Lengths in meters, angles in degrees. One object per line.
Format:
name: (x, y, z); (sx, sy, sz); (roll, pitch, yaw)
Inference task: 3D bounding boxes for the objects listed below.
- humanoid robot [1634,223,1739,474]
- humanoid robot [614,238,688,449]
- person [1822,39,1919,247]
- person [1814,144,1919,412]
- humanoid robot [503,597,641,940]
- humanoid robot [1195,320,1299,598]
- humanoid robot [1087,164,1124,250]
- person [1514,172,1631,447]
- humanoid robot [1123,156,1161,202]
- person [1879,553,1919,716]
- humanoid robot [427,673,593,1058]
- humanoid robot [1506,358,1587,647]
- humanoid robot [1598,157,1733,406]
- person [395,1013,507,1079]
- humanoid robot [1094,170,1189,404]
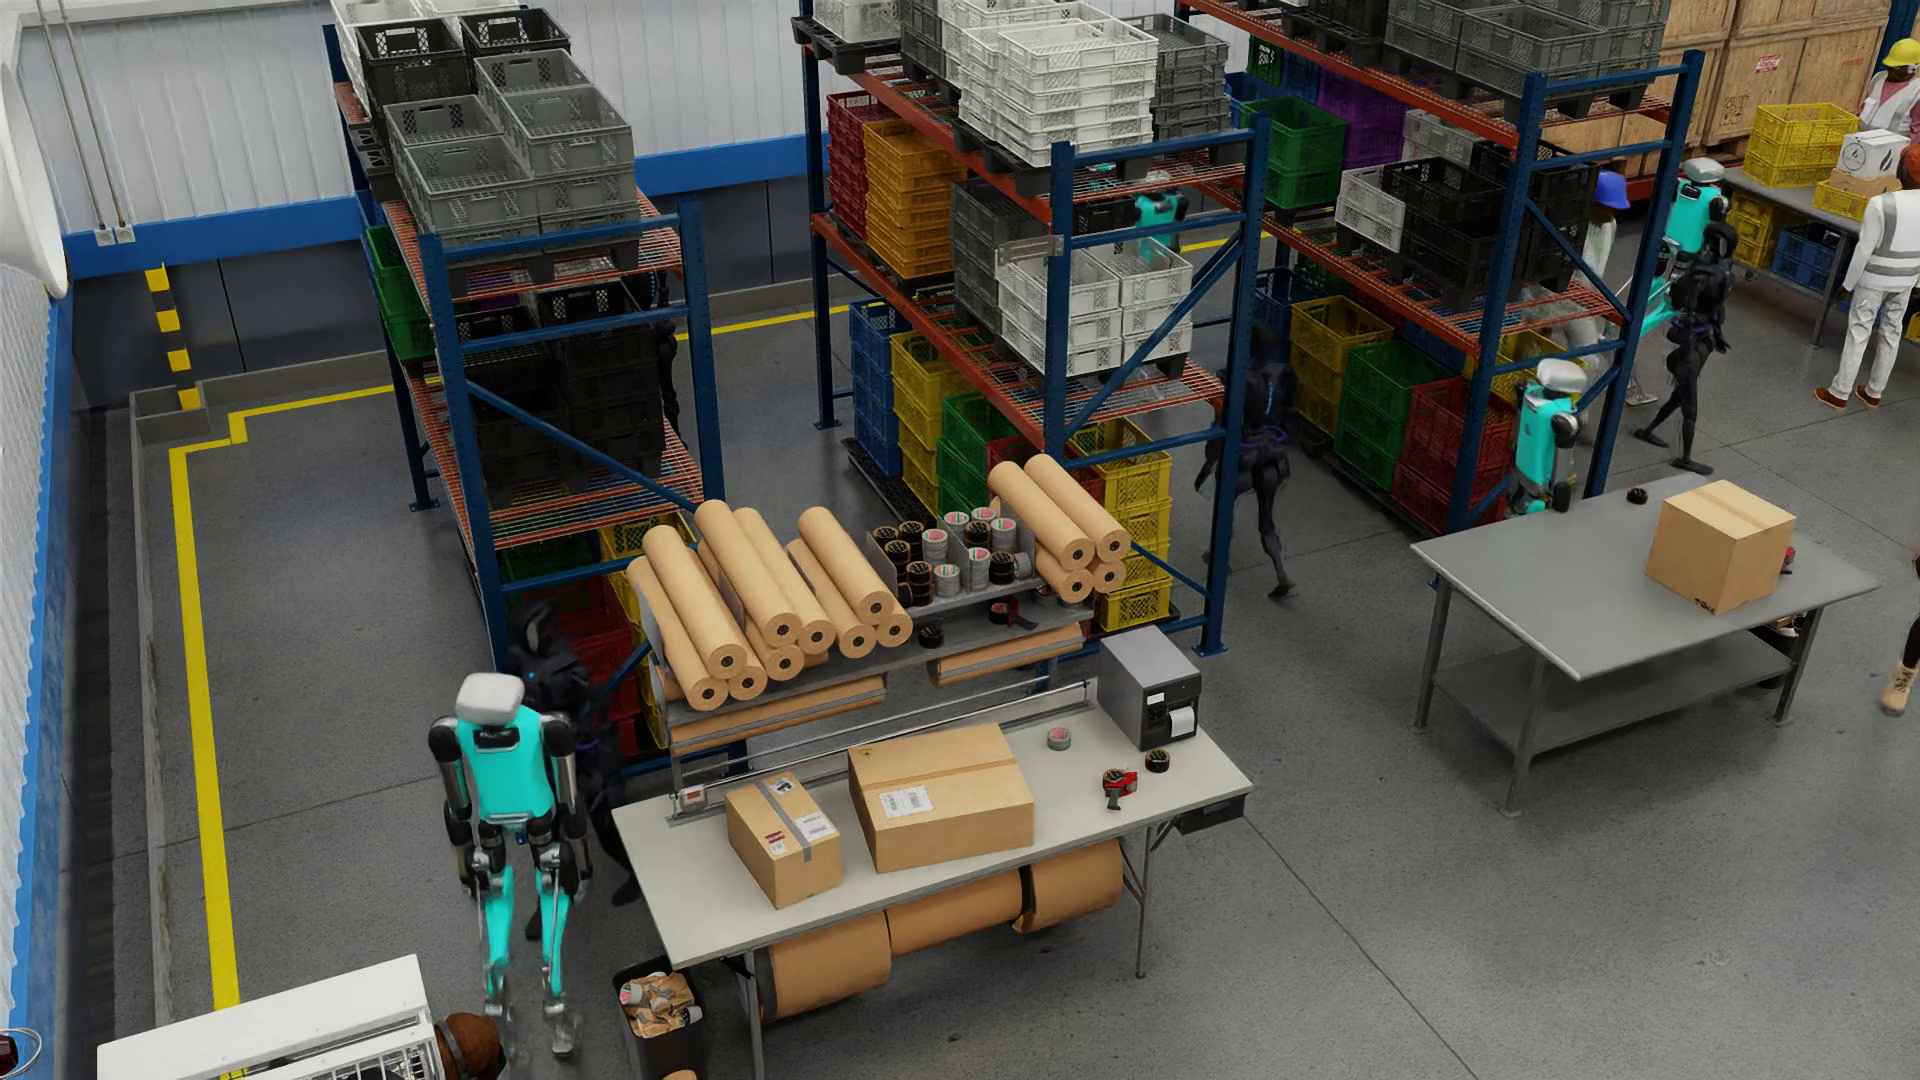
humanoid robot: (4.784, -1.266, 10.709); (0.615, 1.638, 0.609); (27, 40, 36)
humanoid robot: (-2.036, -1.278, 10.689); (0.315, 1.657, 0.599); (19, 36, 28)
person: (7.570, -3.217, 13.714); (0.403, 1.821, 0.588); (-13, 34, -20)
person: (6.270, -1.756, 11.280); (0.572, 1.886, 0.354); (-1, 32, -2)
humanoid robot: (-1.657, 0.971, 7.081); (0.625, 1.635, 0.608); (17, 36, 26)
humanoid robot: (1.667, -0.436, 9.366); (0.586, 1.637, 0.719); (-13, 34, -20)
humanoid robot: (0.876, -2.069, 11.937); (0.532, 1.800, 0.706); (1, 32, 2)
person: (3.977, -1.493, 10.844); (0.608, 1.899, 0.826); (-17, 36, -26)
humanoid robot: (1.310, -2.375, 12.495); (0.514, 1.637, 0.589); (-3, 32, -5)
person: (5.104, 0.059, 8.216); (0.624, 2.019, 0.447); (0, 32, 0)
humanoid robot: (-1.683, 1.391, 6.337); (0.539, 1.828, 0.660); (-2, 32, -3)
humanoid robot: (3.277, -0.126, 8.853); (0.816, 1.829, 0.538); (-5, 32, -8)
humanoid robot: (4.673, -1.727, 11.280); (0.741, 1.690, 0.530); (-10, 33, -16)
person: (-1.394, 2.116, 5.033); (0.430, 1.845, 0.621); (-25, 40, -35)
humanoid robot: (1.138, -1.745, 11.405); (0.539, 1.734, 1.025); (-18, 36, -27)
